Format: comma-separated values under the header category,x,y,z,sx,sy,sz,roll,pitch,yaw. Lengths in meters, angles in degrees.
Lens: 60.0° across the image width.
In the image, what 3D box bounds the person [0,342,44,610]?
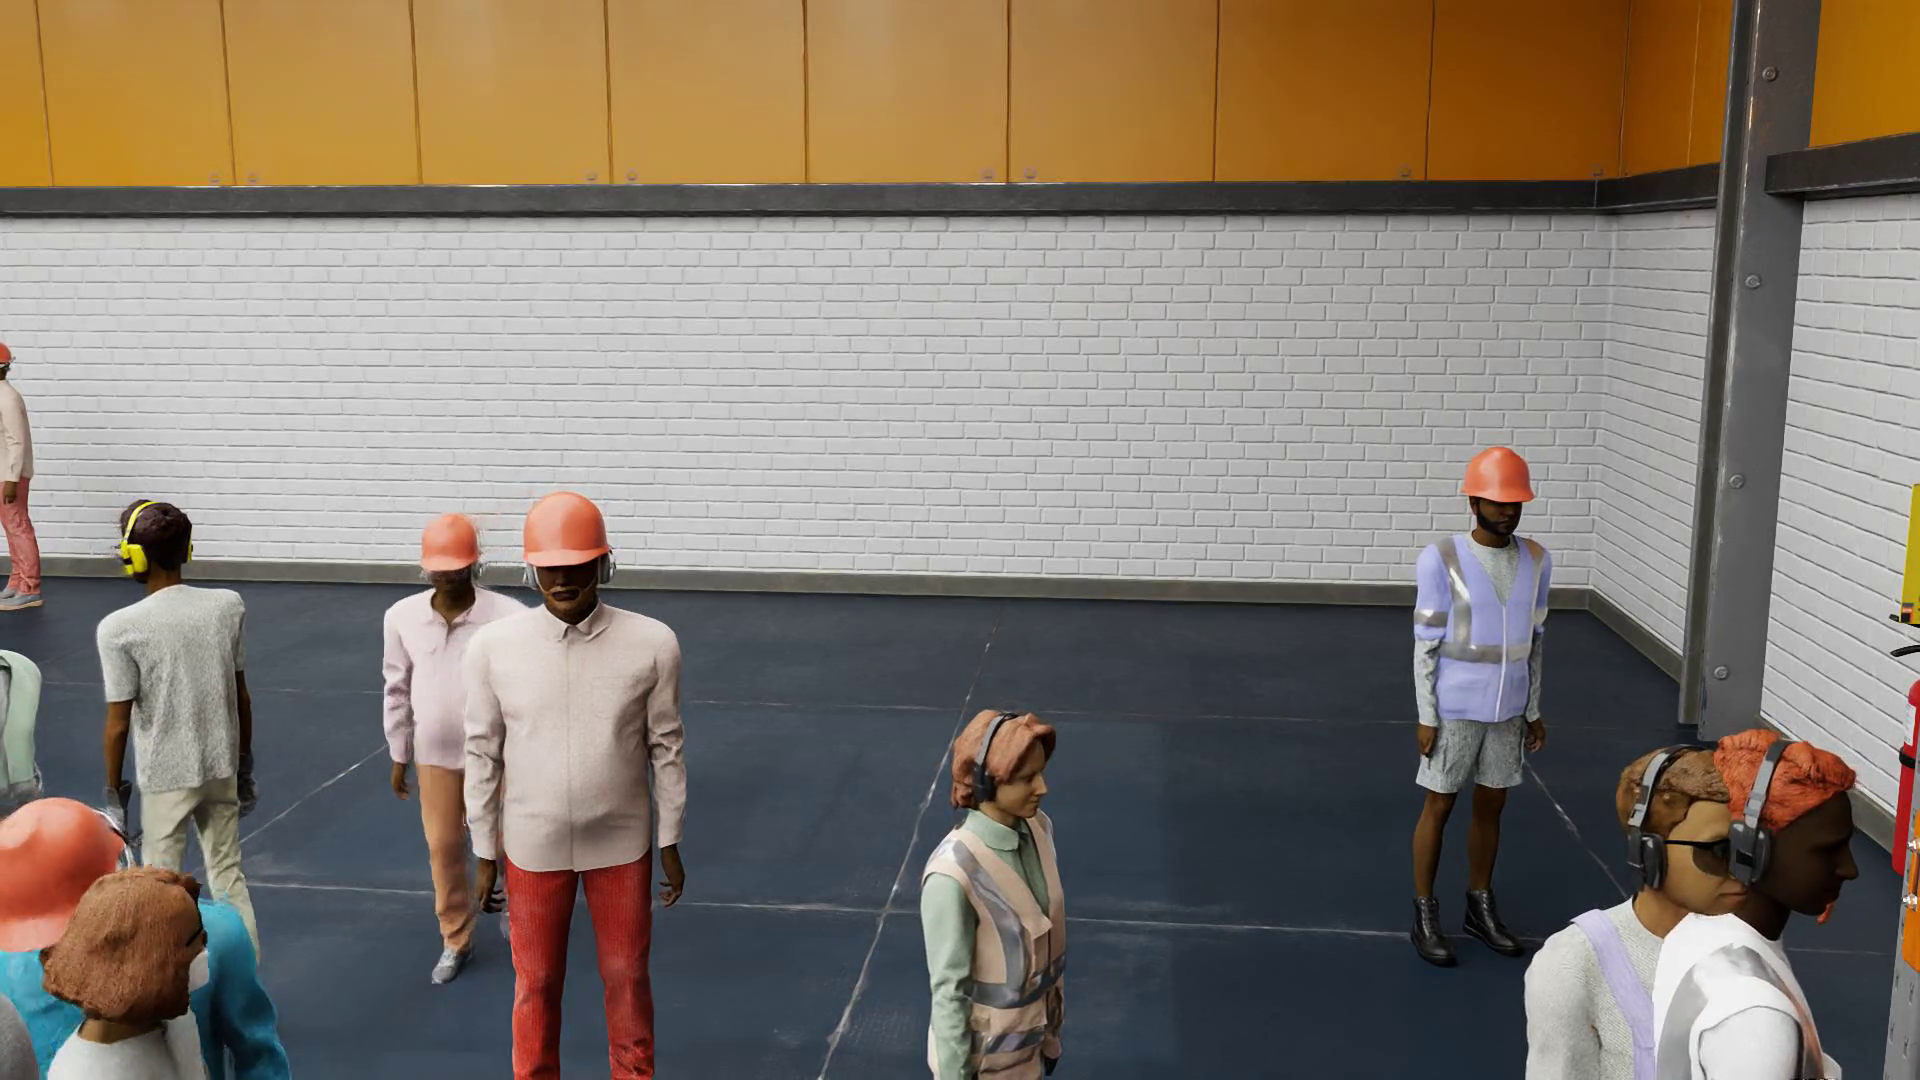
category,x,y,z,sx,sy,sz,roll,pitch,yaw
person,-7.072,-0.485,12.316,0.382,1.995,0.611,-8,12,-37

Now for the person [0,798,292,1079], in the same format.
category,x,y,z,sx,sy,sz,roll,pitch,yaw
person,-1.541,1.273,3.108,0.590,1.693,0.752,-6,11,-29

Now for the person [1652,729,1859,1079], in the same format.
category,x,y,z,sx,sy,sz,roll,pitch,yaw
person,1.258,1.237,2.787,0.356,1.881,0.575,2,10,12

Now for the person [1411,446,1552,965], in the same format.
category,x,y,z,sx,sy,sz,roll,pitch,yaw
person,1.945,0.614,6.191,0.545,1.939,0.373,-2,10,-14

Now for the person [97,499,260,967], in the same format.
category,x,y,z,sx,sy,sz,roll,pitch,yaw
person,-2.530,0.792,5.425,0.328,1.858,0.503,7,12,34

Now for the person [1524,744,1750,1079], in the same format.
category,x,y,z,sx,sy,sz,roll,pitch,yaw
person,1.175,1.245,2.841,0.512,1.846,0.340,-4,11,-24

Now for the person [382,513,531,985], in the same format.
category,x,y,z,sx,sy,sz,roll,pitch,yaw
person,-1.793,0.739,6.061,0.556,1.736,0.508,1,10,4

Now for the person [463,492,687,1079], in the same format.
category,x,y,z,sx,sy,sz,roll,pitch,yaw
person,-1.072,0.849,4.681,0.612,1.995,0.382,-2,10,-13

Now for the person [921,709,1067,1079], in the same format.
category,x,y,z,sx,sy,sz,roll,pitch,yaw
person,0.080,1.184,3.788,0.306,1.637,0.522,5,11,26

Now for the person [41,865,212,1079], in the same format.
category,x,y,z,sx,sy,sz,roll,pitch,yaw
person,-1.392,1.346,2.986,0.783,1.589,0.524,-1,10,-7
